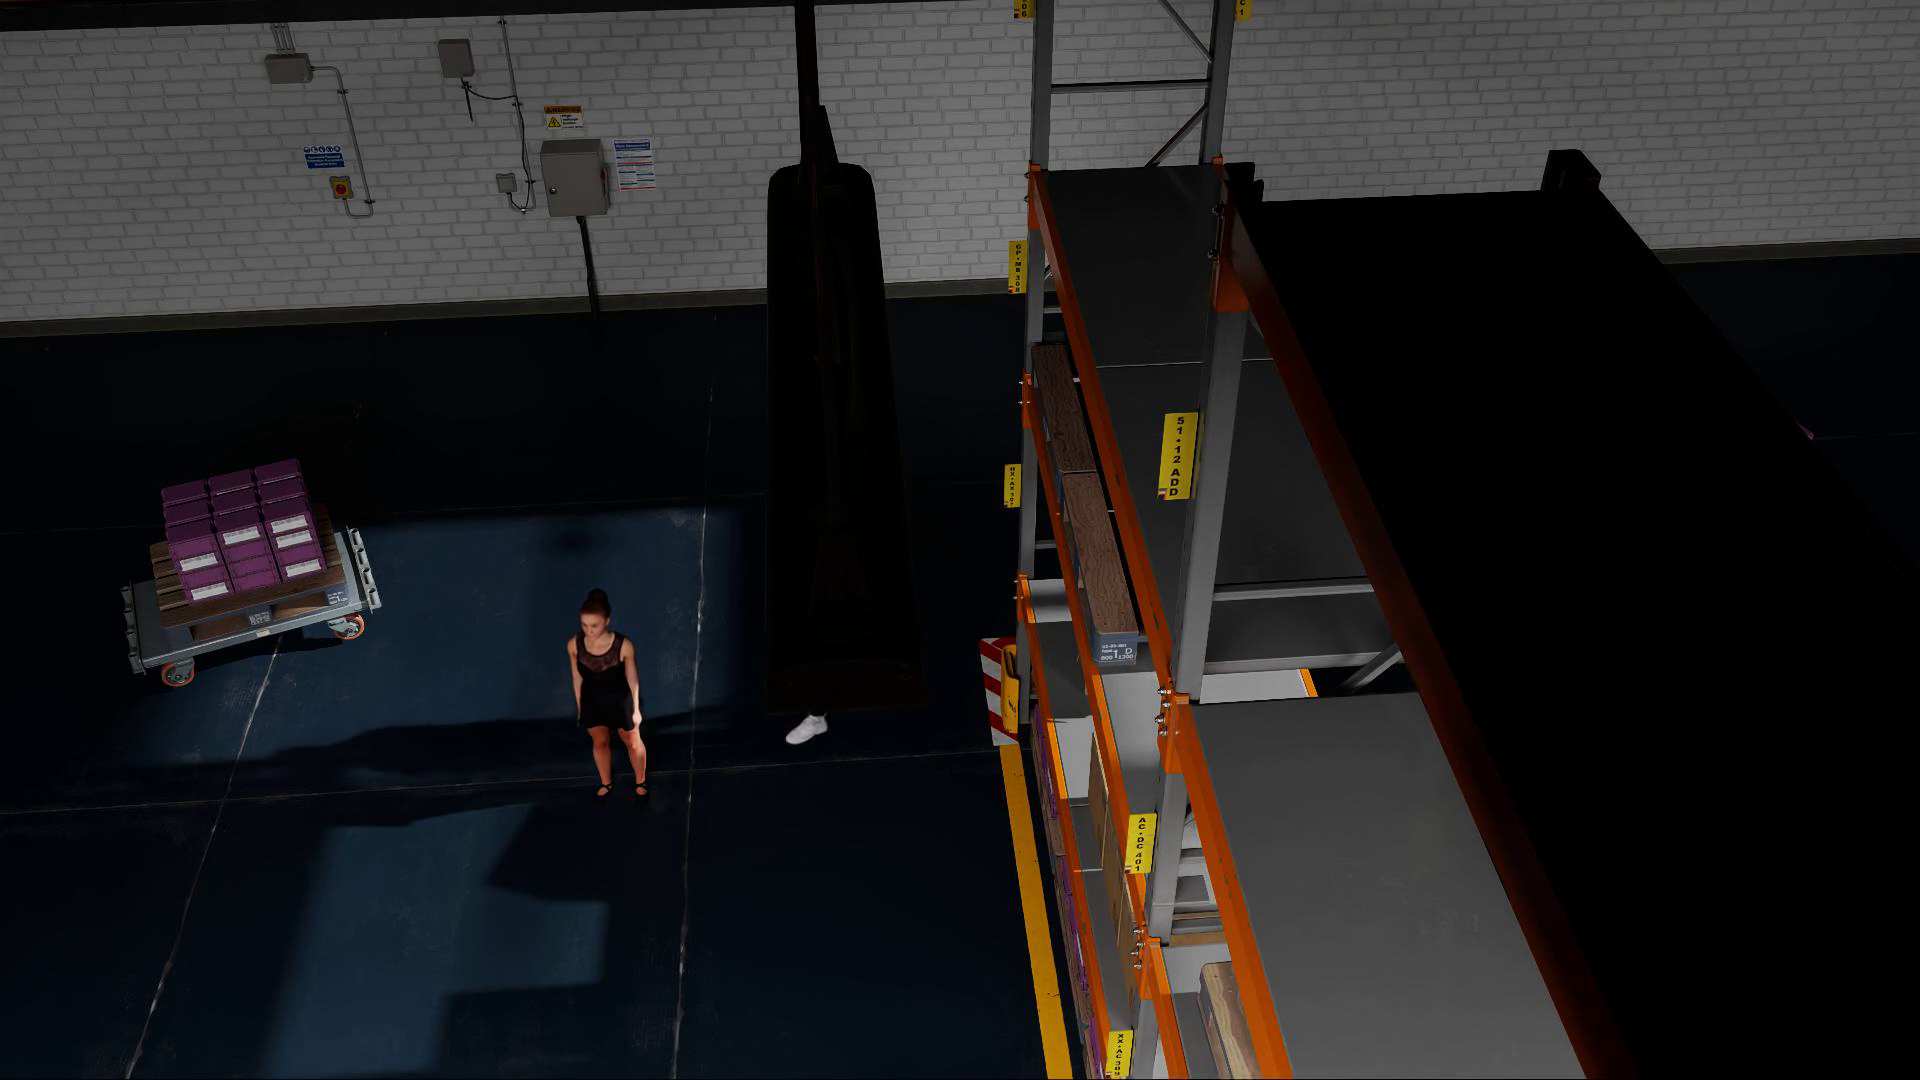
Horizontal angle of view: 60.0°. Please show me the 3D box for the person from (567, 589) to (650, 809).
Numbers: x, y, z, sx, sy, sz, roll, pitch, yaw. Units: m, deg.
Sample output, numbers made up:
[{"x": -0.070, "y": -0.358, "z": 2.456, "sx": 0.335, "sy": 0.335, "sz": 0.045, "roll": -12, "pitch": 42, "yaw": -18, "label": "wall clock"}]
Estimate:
[{"x": -2.162, "y": 0.993, "z": 10.267, "sx": 0.605, "sy": 1.672, "sz": 0.598, "roll": 2, "pitch": 39, "yaw": 3, "label": "person"}]
